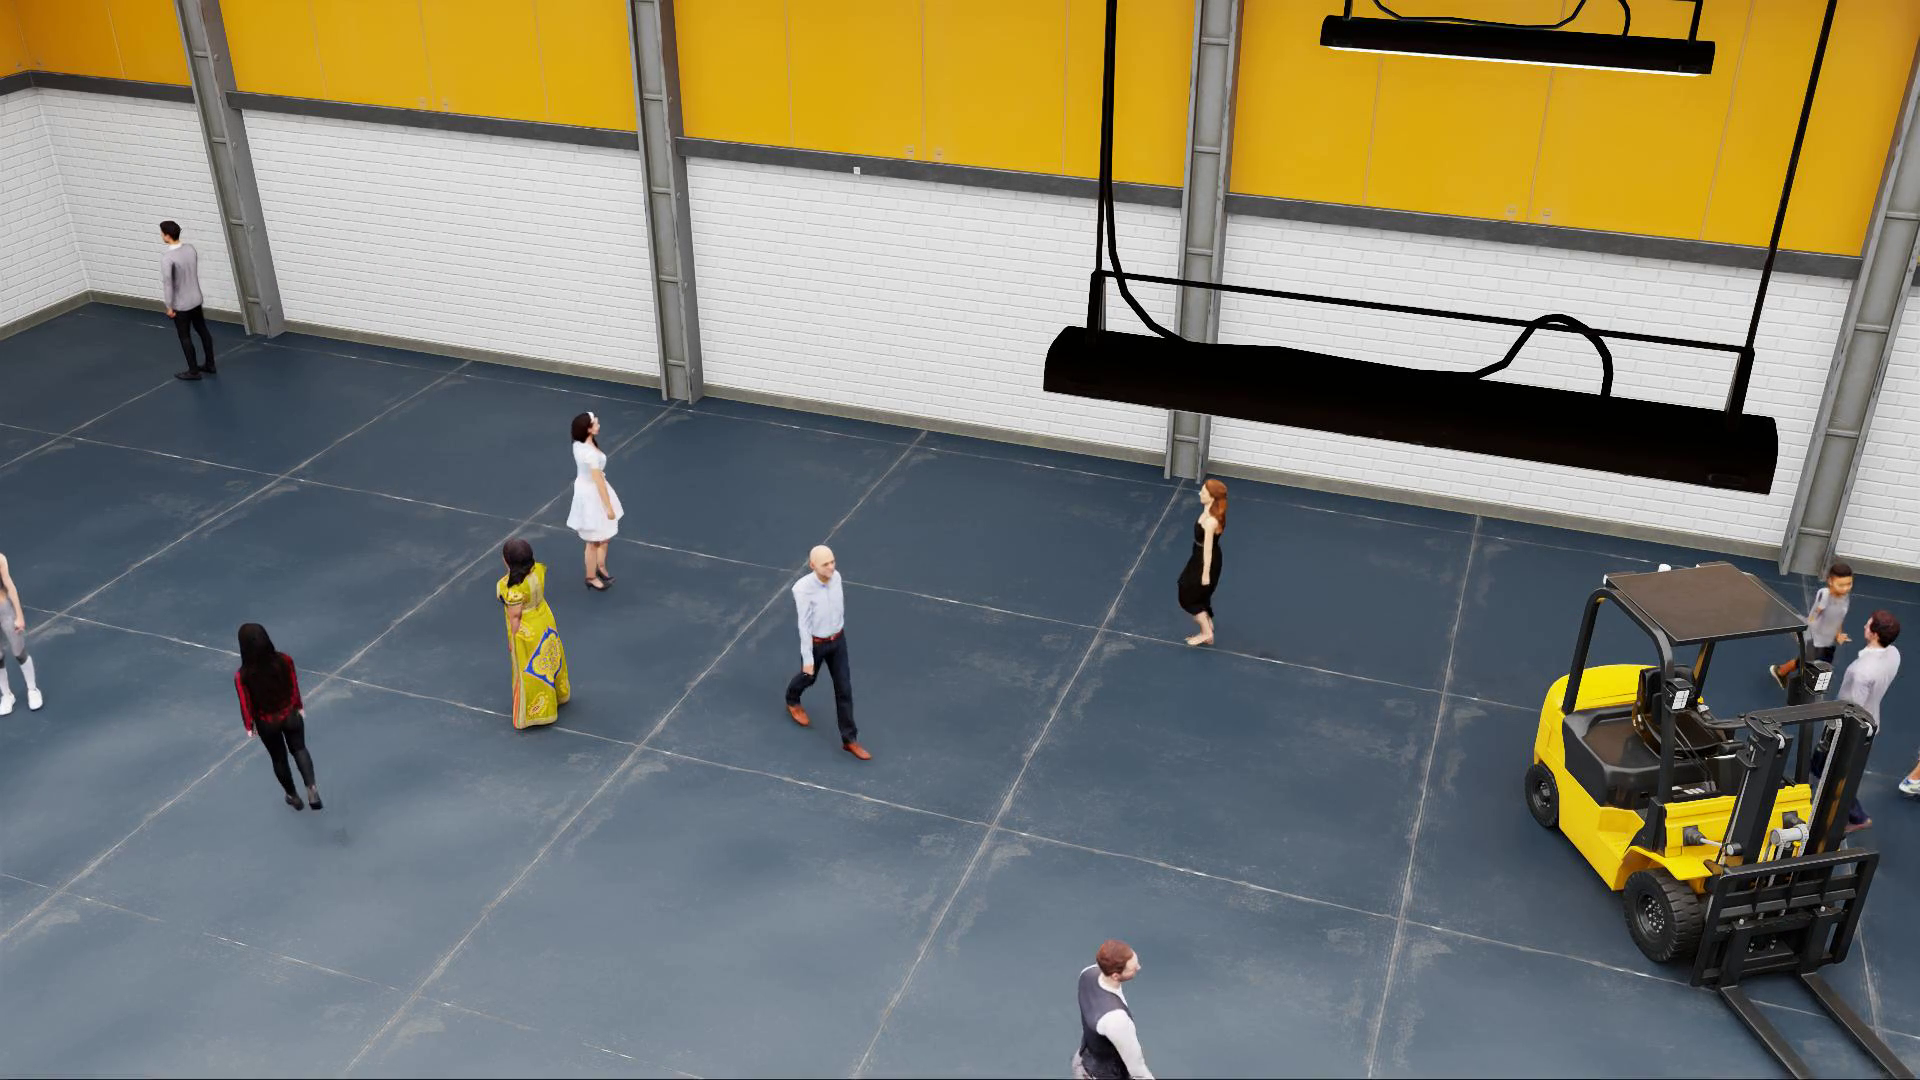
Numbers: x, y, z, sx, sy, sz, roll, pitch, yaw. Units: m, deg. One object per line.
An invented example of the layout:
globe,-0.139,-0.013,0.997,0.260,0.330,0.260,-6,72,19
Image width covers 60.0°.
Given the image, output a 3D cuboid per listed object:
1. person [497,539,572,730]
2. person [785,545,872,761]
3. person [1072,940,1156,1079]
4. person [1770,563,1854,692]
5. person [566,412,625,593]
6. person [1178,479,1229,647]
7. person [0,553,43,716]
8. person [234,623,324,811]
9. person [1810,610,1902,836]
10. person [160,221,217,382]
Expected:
person,-3.456,0.719,13.354,0.775,1.660,0.859,8,30,14
person,-1.143,0.817,13.076,1.058,1.755,1.333,-23,36,-36
person,0.671,2.930,9.044,1.195,1.907,0.976,-4,29,-7
person,6.984,0.729,13.563,0.844,1.443,0.905,-14,32,-24
person,-3.411,-0.299,15.071,0.955,1.804,0.899,-14,31,-24
person,2.197,0.230,14.303,0.632,1.610,0.624,5,29,9
person,-7.813,0.616,13.500,0.625,1.702,0.699,-9,30,-16
person,-4.967,1.353,12.210,0.777,1.644,0.883,-24,37,-37
person,6.513,1.361,11.993,0.919,1.837,0.998,-18,34,-30
person,-9.085,-2.837,19.601,0.673,1.921,0.759,8,30,14
